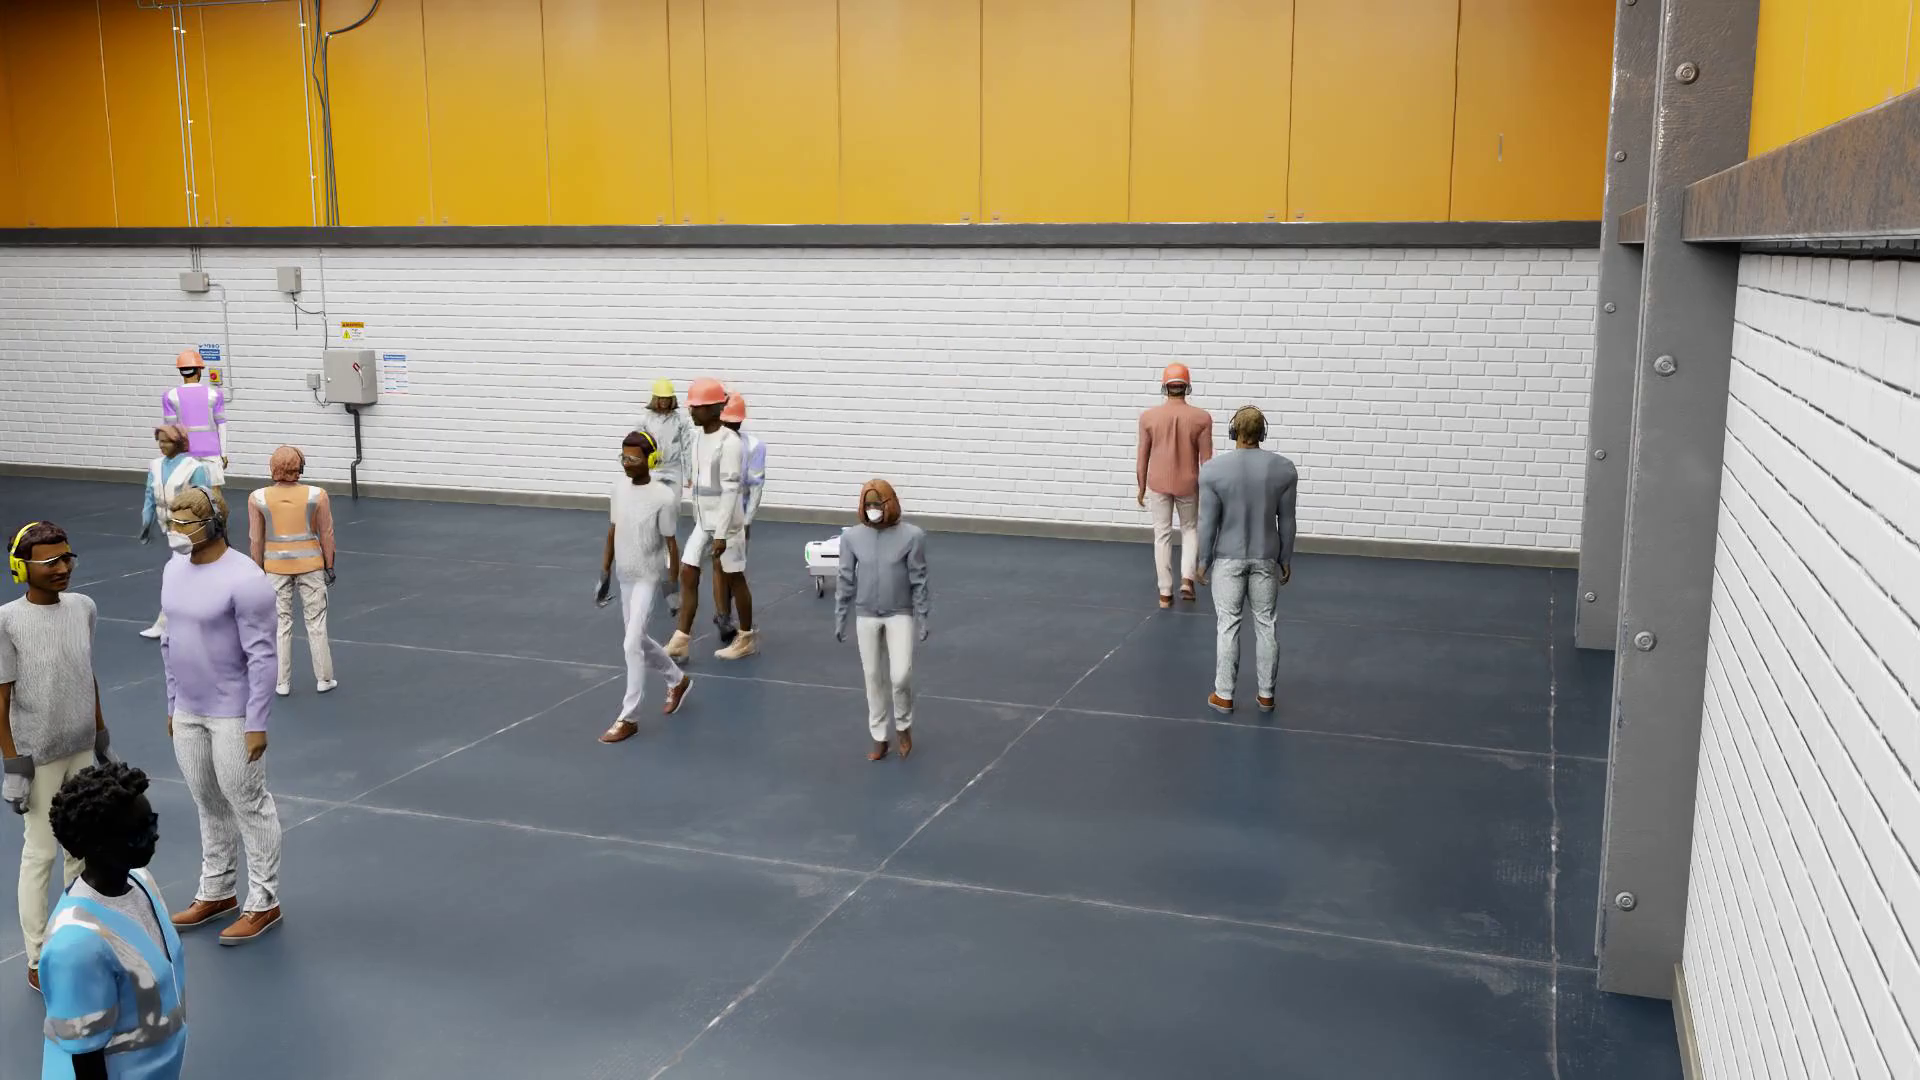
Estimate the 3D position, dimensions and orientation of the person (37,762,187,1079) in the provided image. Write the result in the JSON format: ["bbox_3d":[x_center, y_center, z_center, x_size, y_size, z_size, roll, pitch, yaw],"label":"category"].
[{"bbox_3d":[-2.056,1.368,4.081,0.322,1.697,0.535,-2,10,-12],"label":"person"}]

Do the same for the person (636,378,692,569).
[{"bbox_3d":[-2.658,-0.595,15.019,0.507,1.727,0.355,-4,11,-22],"label":"person"}]

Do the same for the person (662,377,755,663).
[{"bbox_3d":[-1.804,-0.107,11.497,0.909,2.009,0.644,-8,13,-37],"label":"person"}]

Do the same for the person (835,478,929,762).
[{"bbox_3d":[-0.445,0.458,9.408,0.537,1.619,0.344,2,10,10],"label":"person"}]

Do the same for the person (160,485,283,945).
[{"bbox_3d":[-3.122,0.729,7.002,0.628,1.940,0.373,5,11,28],"label":"person"}]

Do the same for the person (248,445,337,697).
[{"bbox_3d":[-4.318,0.204,10.798,0.518,1.640,0.307,-3,11,-17],"label":"person"}]

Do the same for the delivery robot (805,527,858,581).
[{"bbox_3d":[-0.941,0.135,13.978,0.707,0.478,0.477,0,10,1],"label":"delivery robot"}]

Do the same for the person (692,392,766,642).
[{"bbox_3d":[-1.740,-0.197,12.517,0.532,1.854,1.126,-2,10,-13],"label":"person"}]

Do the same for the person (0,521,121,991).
[{"bbox_3d":[-3.536,0.846,6.538,0.328,1.872,0.508,3,11,18],"label":"person"}]

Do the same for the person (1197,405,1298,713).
[{"bbox_3d":[1.782,0.126,10.400,0.627,1.940,0.372,-1,10,-4],"label":"person"}]

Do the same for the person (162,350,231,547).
[{"bbox_3d":[-7.269,-0.839,15.852,0.543,1.932,0.376,-5,11,-27],"label":"person"}]

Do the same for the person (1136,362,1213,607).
[{"bbox_3d":[1.733,-0.444,13.483,0.612,1.979,0.426,1,10,7],"label":"person"}]

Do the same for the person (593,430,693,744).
[{"bbox_3d":[-1.912,0.239,10.048,0.533,1.840,0.874,8,13,38],"label":"person"}]

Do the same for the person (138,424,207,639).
[{"bbox_3d":[-5.910,-0.089,12.591,0.522,1.588,0.892,5,11,25],"label":"person"}]
